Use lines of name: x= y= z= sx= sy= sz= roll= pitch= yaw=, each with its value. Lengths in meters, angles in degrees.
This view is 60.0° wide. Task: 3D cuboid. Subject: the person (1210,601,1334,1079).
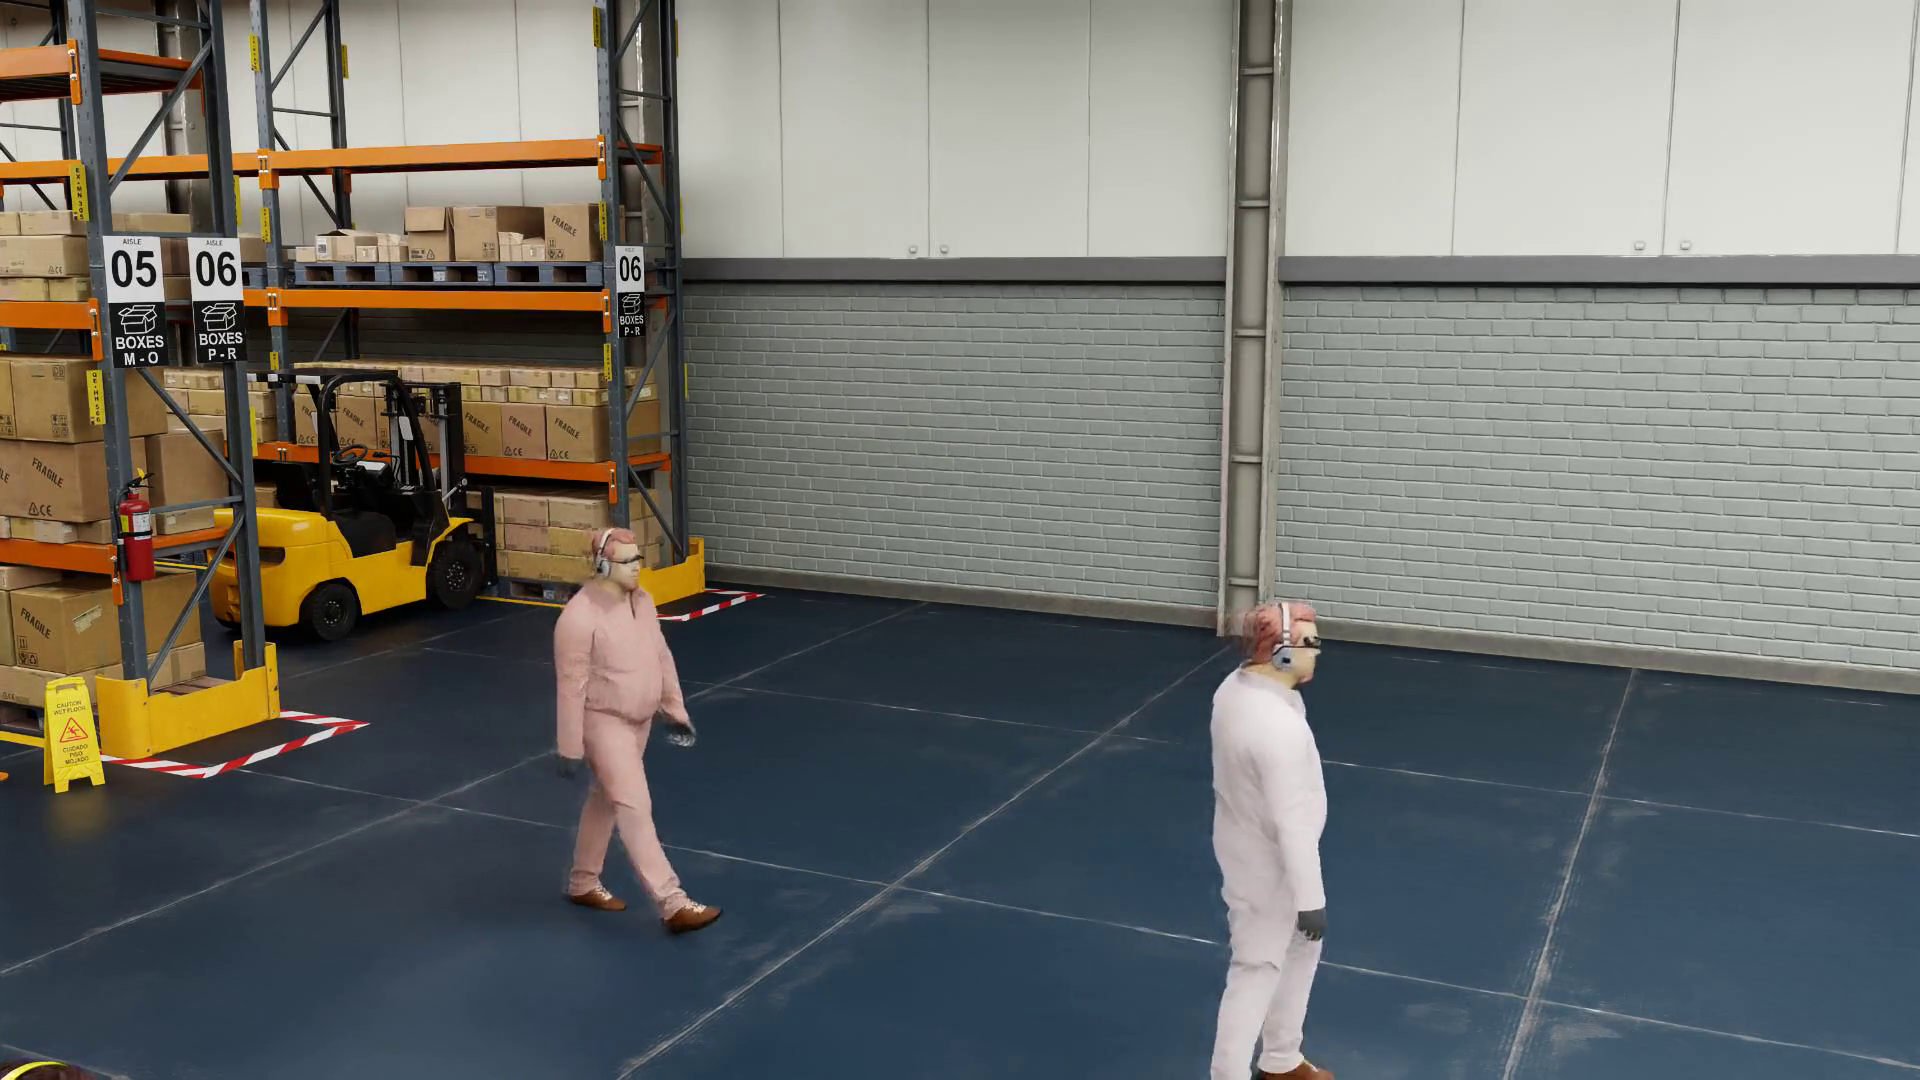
person: x=1.181 y=1.143 z=5.888 sx=0.664 sy=1.883 sz=0.669 roll=0 pitch=9 yaw=-2

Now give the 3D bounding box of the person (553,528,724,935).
person: x=-1.475 y=0.871 z=7.644 sx=0.965 sy=1.863 sz=0.646 roll=3 pitch=10 yaw=18

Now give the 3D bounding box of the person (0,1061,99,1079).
person: x=-1.347 y=1.691 z=2.603 sx=0.327 sy=1.865 sz=0.518 roll=0 pitch=9 yaw=0
